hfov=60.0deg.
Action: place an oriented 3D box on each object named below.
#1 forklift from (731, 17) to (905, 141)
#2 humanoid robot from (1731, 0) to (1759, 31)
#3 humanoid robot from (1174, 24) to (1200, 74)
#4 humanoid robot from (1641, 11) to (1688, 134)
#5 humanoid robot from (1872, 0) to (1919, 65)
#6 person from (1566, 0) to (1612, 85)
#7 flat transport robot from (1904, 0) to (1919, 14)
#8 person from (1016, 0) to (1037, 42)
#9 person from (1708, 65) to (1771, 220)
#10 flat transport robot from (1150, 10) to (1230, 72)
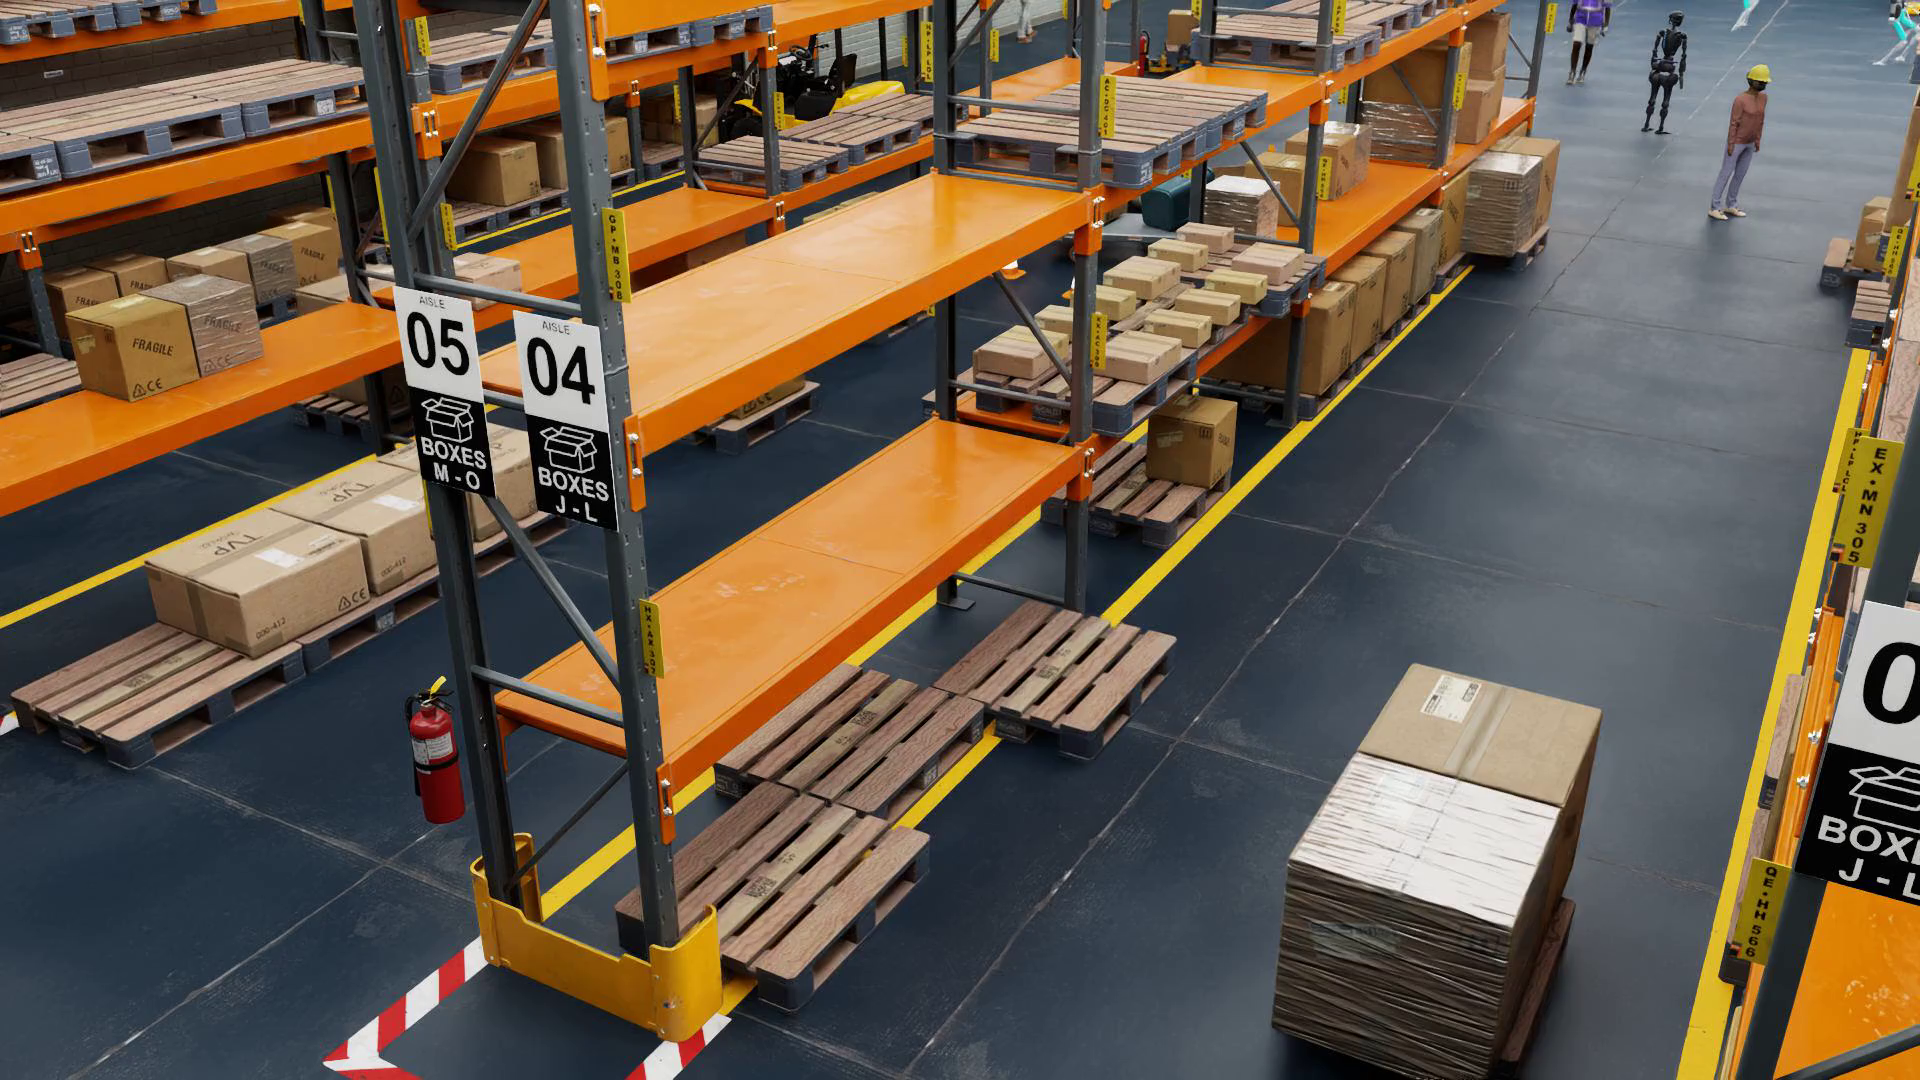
[{"bbox_3d":[-1.819,-5.975,21.543,2.313,2.155,1.214,14,29,26],"label":"forklift"},{"bbox_3d":[15.054,-10.580,31.700,0.786,1.821,0.541,0,26,1],"label":"humanoid robot"},{"bbox_3d":[3.092,-6.073,22.388,0.619,1.646,0.541,9,27,17],"label":"humanoid robot"},{"bbox_3d":[9.915,-6.581,23.378,0.315,1.655,0.599,-12,28,-24],"label":"humanoid robot"},{"bbox_3d":[16.064,-8.924,28.201,0.839,1.756,0.531,21,33,36],"label":"humanoid robot"},{"bbox_3d":[10.026,-8.247,26.558,0.636,1.929,0.884,11,28,21],"label":"person"},{"bbox_3d":[19.788,-10.939,34.071,0.659,0.231,1.431,17,31,32],"label":"flat transport robot"},{"bbox_3d":[1.272,-10.154,30.604,0.645,1.883,0.866,19,31,34],"label":"person"},{"bbox_3d":[9.020,-4.570,19.124,0.519,1.758,0.339,-13,29,-26],"label":"person"},{"bbox_3d":[3.929,-8.012,27.990,1.431,0.231,0.659,2,26,3],"label":"flat transport robot"}]
